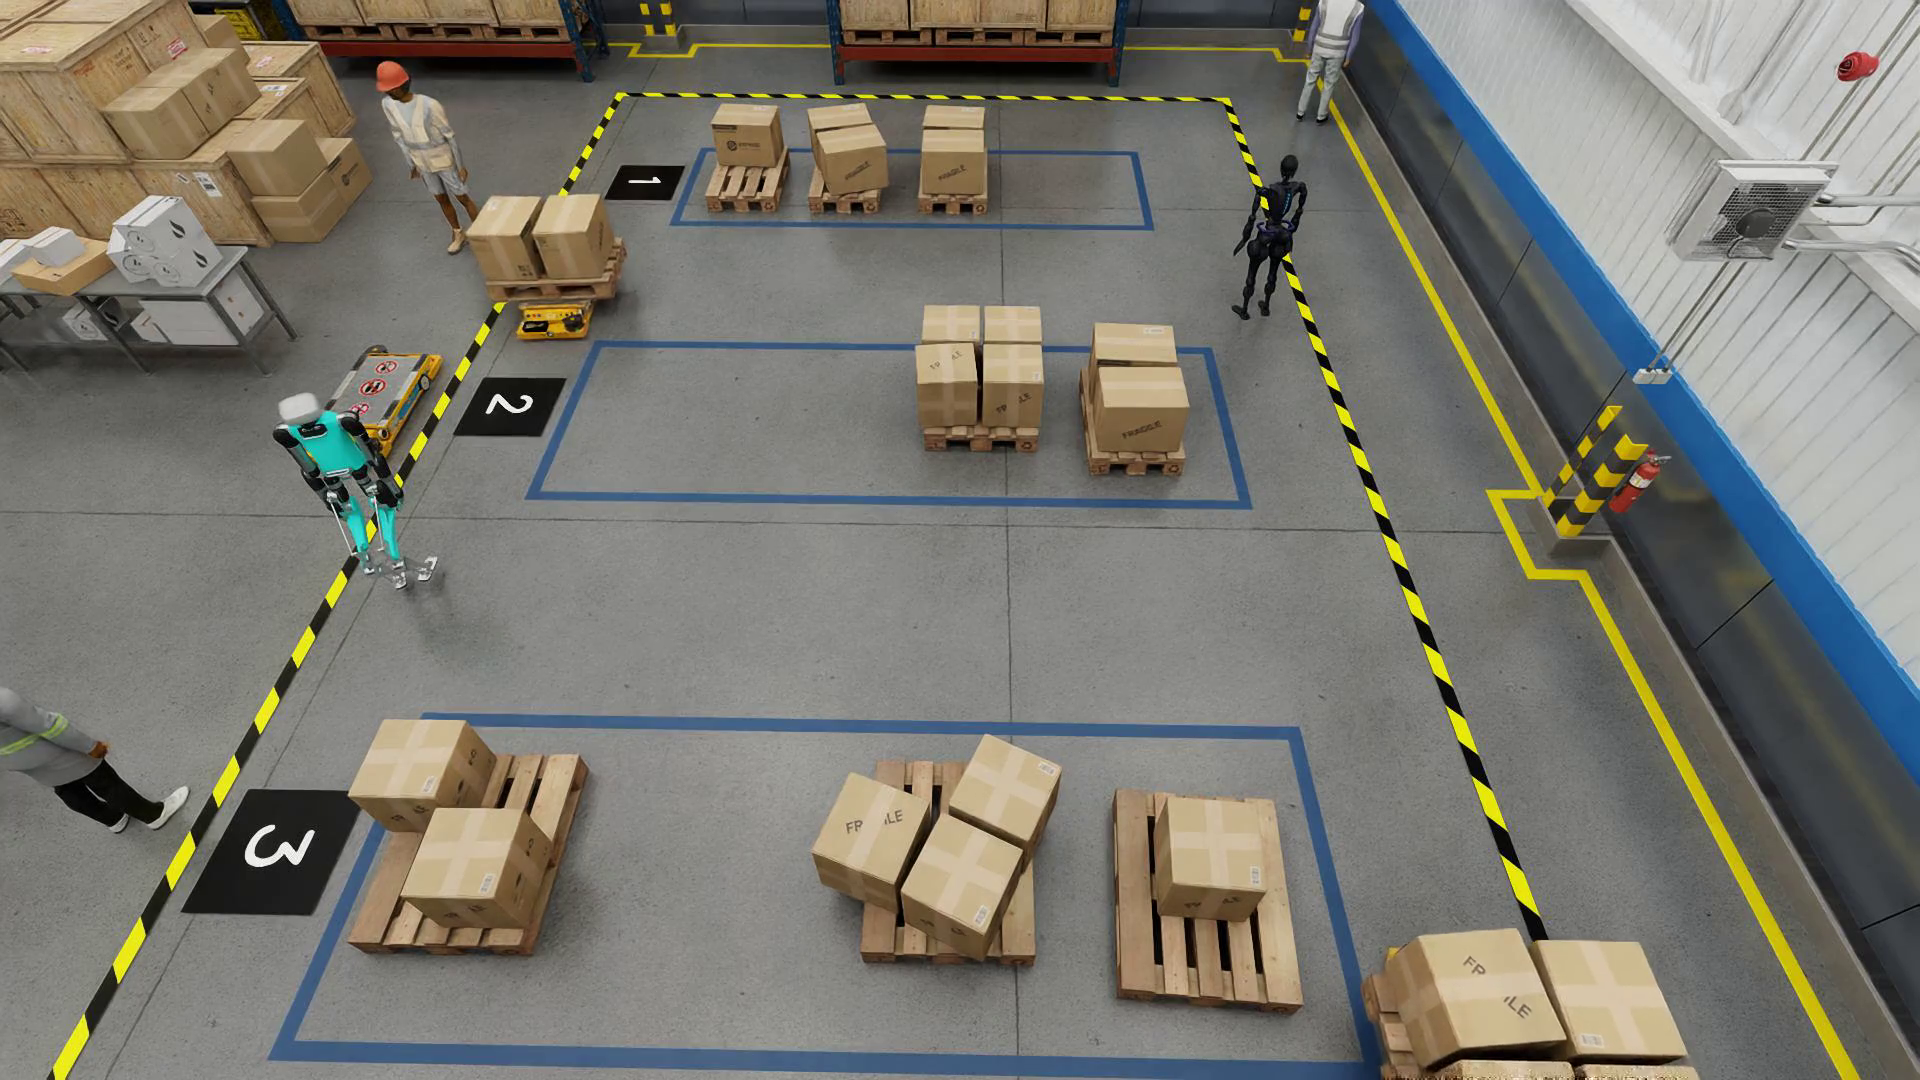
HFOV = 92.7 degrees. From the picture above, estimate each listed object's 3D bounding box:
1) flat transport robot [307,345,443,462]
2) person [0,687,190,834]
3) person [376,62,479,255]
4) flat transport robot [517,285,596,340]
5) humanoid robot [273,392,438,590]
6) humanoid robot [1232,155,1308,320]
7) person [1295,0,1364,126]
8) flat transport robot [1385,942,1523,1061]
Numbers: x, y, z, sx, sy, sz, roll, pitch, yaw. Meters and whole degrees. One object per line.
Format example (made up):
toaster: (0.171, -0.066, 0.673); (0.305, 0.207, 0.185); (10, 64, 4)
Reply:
flat transport robot: (-5.383, -1.269, 8.441); (0.659, 0.231, 1.431); (1, 50, 1)
person: (-5.340, 1.173, 5.337); (0.594, 1.851, 0.398); (-2, 50, -1)
person: (-5.464, -3.909, 9.517); (0.613, 2.035, 0.391); (3, 50, 2)
flat transport robot: (-4.126, -2.618, 9.564); (0.652, 0.197, 1.431); (-3, 50, -2)
humanoid robot: (-4.268, -0.201, 6.487); (0.533, 1.677, 0.735); (-12, 51, -10)
humanoid robot: (3.000, -2.924, 8.911); (0.599, 1.654, 0.315); (-8, 50, -7)
person: (4.688, -6.214, 11.600); (0.602, 1.830, 0.404); (23, 54, 19)
flat transport robot: (2.820, 2.921, 4.878); (0.652, 0.197, 1.431); (1, 50, 1)
